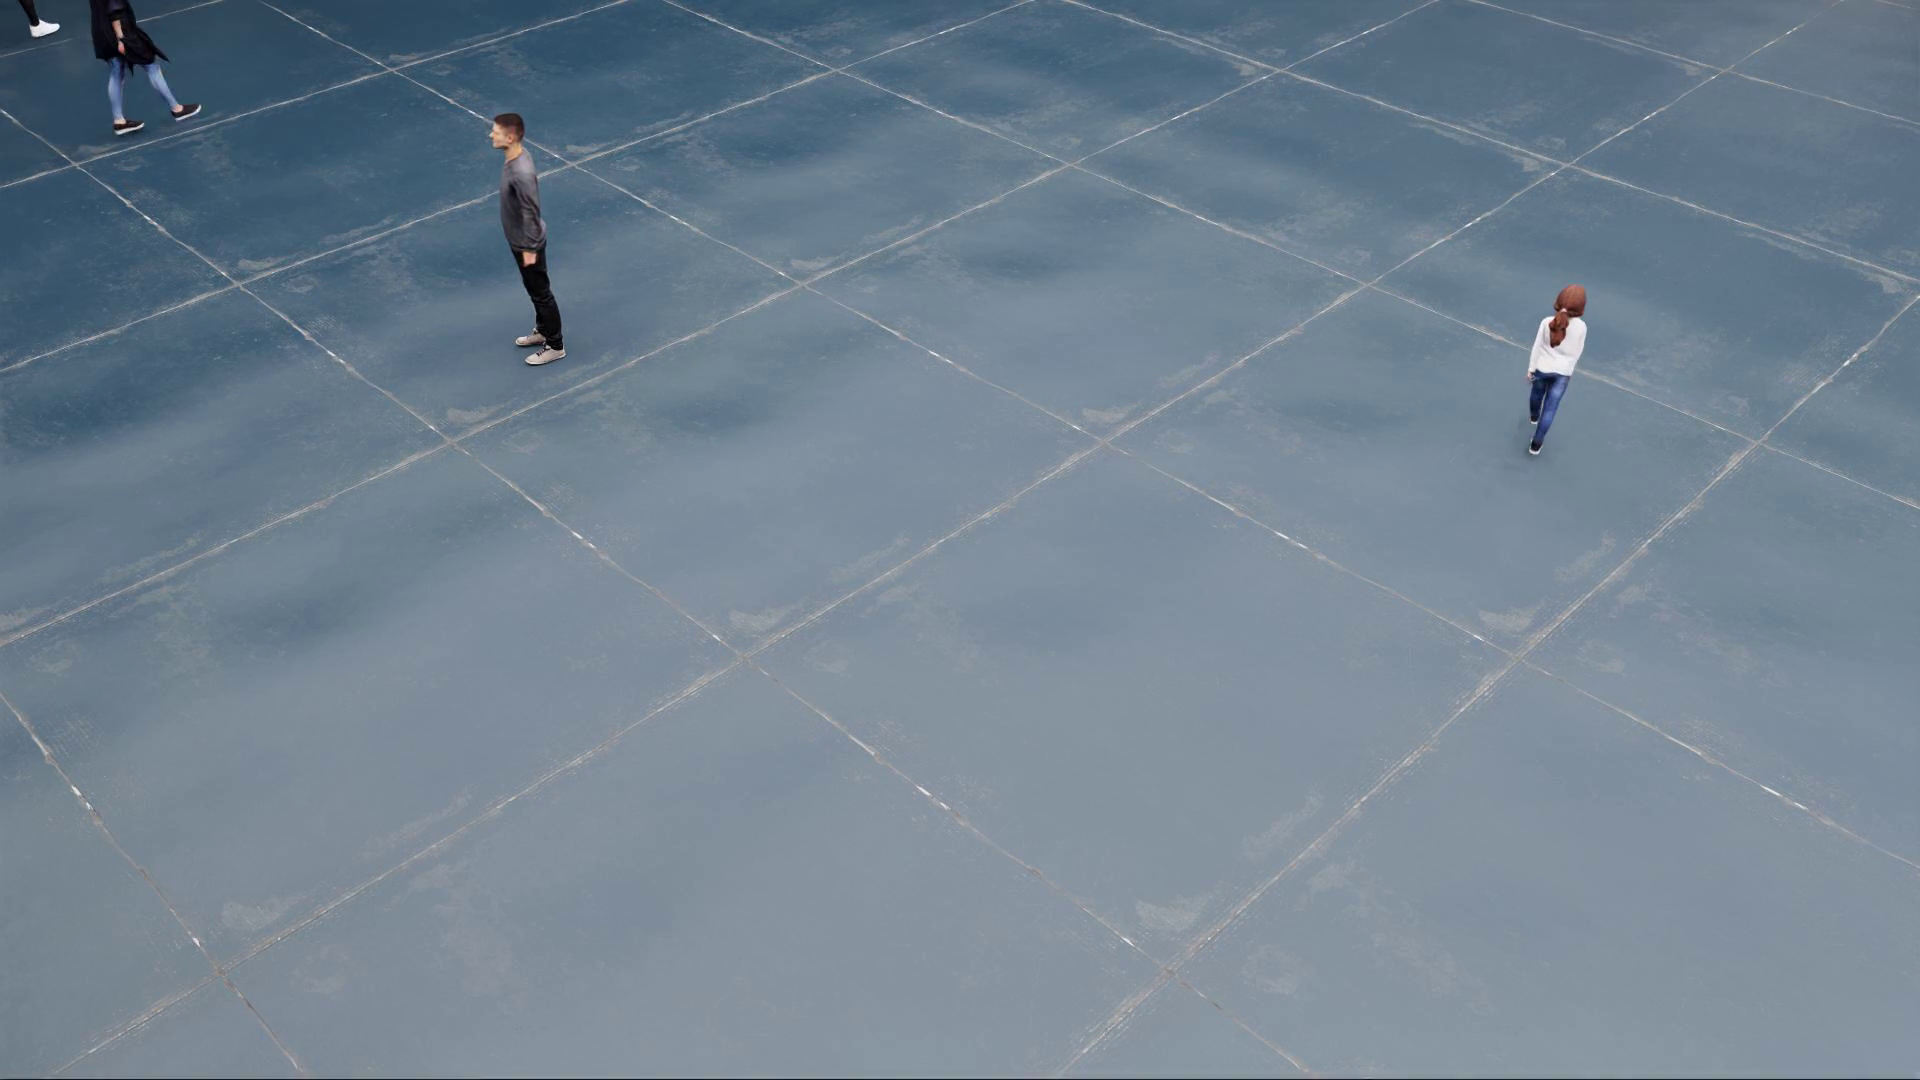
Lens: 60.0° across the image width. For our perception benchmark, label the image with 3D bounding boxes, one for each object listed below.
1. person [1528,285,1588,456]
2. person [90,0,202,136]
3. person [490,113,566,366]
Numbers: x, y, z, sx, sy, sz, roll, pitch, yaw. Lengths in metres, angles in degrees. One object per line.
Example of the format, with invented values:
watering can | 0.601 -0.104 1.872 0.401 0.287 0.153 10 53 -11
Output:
person | 3.728 -1.054 10.460 0.609 1.081 0.803 14 39 18
person | -7.282 -4.270 14.215 0.606 1.654 0.937 31 47 34
person | -2.909 -2.032 11.184 0.671 1.761 0.691 -14 39 -18
